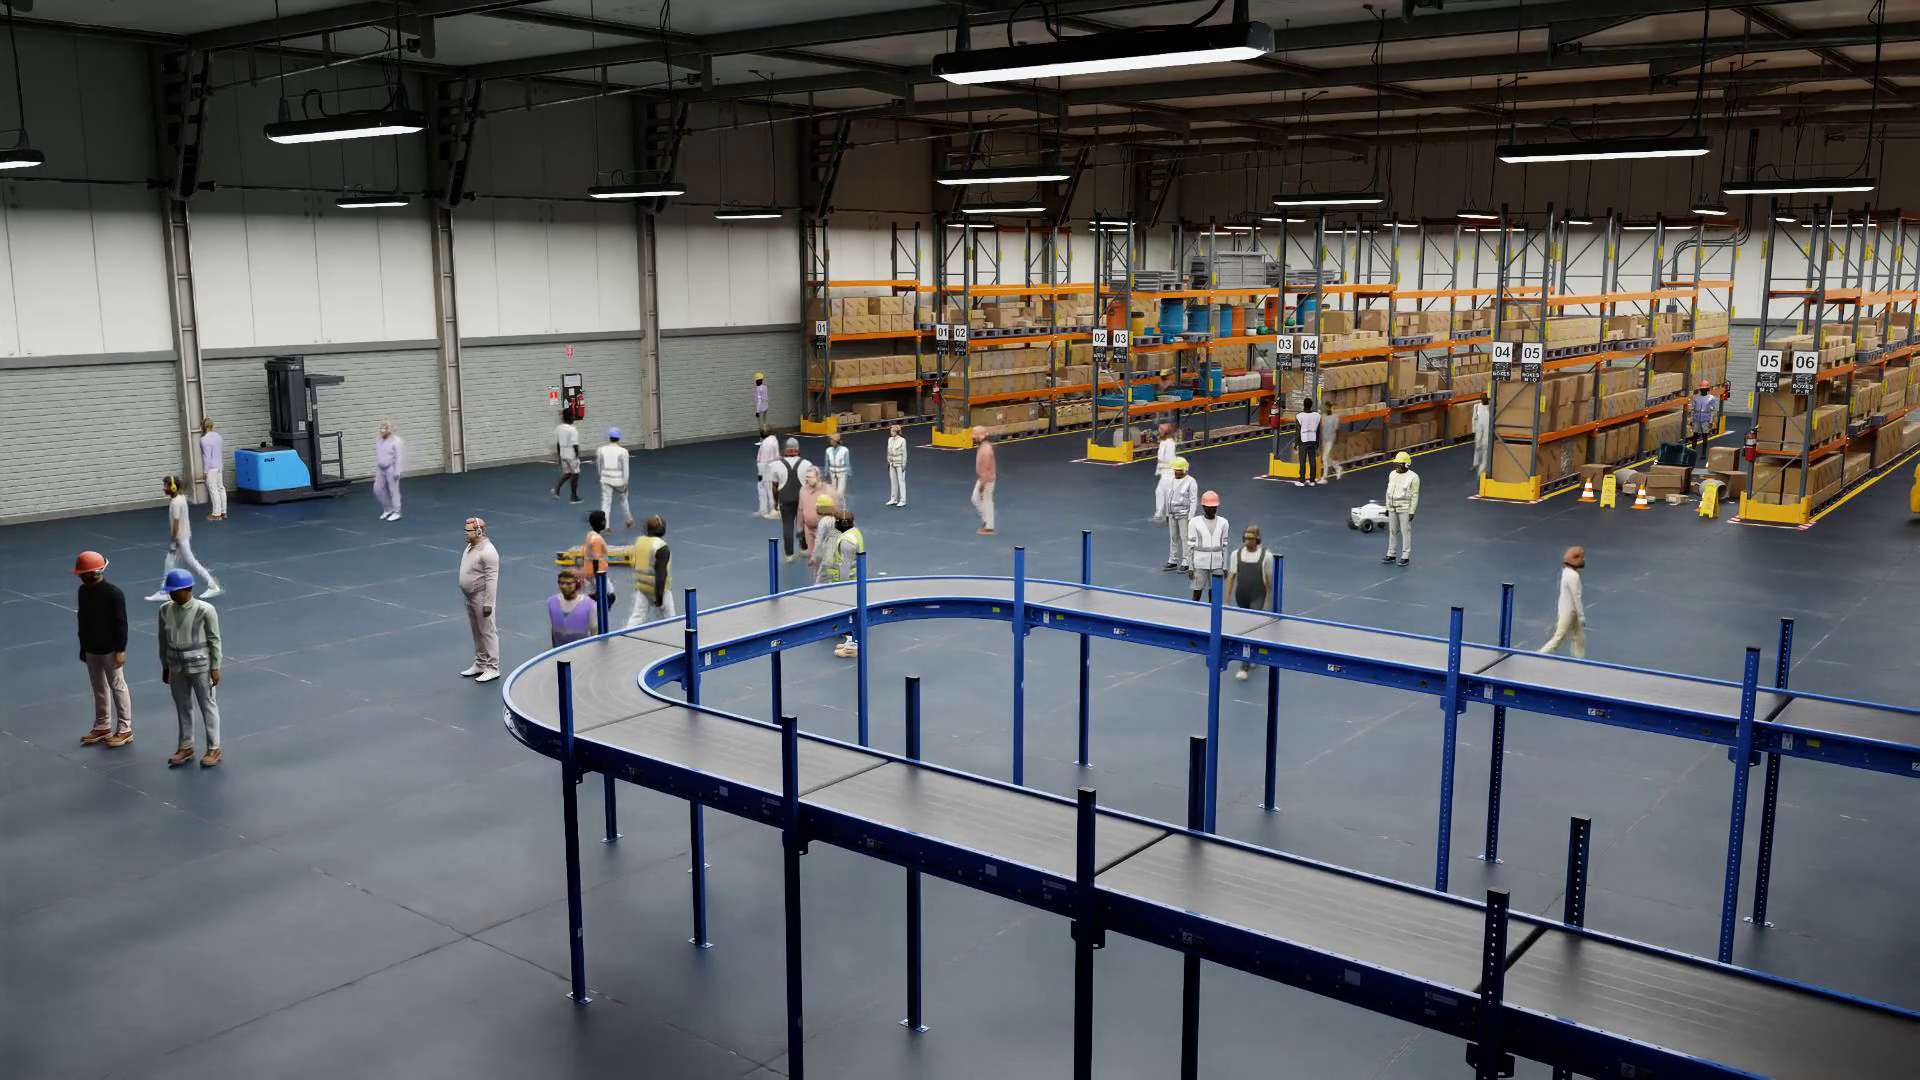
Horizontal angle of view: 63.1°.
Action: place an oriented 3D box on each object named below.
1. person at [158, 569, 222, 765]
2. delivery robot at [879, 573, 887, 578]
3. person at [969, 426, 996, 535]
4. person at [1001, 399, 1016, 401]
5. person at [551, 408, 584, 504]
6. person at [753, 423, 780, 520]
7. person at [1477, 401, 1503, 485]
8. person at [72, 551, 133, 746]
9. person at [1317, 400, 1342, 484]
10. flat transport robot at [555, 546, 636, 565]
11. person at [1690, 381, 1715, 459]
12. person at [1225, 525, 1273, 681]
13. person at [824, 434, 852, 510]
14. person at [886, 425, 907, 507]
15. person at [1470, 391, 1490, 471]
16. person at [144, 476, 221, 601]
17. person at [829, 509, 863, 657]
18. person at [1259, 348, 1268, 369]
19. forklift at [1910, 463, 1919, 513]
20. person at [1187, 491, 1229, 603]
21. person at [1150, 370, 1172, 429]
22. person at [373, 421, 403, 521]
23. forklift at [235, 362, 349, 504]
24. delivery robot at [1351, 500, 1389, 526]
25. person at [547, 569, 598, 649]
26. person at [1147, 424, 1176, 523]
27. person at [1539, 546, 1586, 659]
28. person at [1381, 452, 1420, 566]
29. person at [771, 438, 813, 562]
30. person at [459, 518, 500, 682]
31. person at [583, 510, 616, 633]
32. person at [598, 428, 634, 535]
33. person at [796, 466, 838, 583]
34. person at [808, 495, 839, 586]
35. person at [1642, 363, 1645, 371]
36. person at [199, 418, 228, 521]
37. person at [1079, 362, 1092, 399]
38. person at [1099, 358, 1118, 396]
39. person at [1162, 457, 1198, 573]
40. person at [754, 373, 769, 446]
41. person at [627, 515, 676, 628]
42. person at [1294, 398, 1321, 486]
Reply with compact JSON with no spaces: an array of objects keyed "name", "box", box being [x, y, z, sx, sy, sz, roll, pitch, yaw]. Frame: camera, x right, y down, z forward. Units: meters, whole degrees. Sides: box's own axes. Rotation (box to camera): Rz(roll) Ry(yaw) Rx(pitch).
[{"name":"person","box":[-7.438,1.221,15.113,0.608,1.943,0.402,2,10,8]},{"name":"delivery robot","box":[-1.075,0.574,21.795,0.335,0.223,0.698,4,11,23]},{"name":"person","box":[0.409,-1.066,27.937,0.510,1.964,0.606,-3,10,-16]},{"name":"person","box":[1.401,-4.358,46.375,0.612,1.997,0.376,1,10,7]},{"name":"person","box":[-7.908,-1.692,31.501,0.613,1.949,0.577,9,13,40]},{"name":"person","box":[-3.736,-1.300,29.646,0.691,1.817,0.667,1,10,4]},{"name":"person","box":[11.344,-2.022,33.484,0.626,1.918,0.674,8,13,36]},{"name":"person","box":[-8.657,1.086,15.762,0.608,1.987,0.391,4,11,23]},{"name":"person","box":[8.170,-2.177,34.530,0.768,1.843,0.516,-5,11,-28]},{"name":"flat transport robot","box":[-5.791,0.242,25.461,1.431,0.197,0.652,0,10,1]},{"name":"person","box":[18.390,-2.981,38.787,0.542,1.939,0.361,8,13,39]},{"name":"person","box":[3.429,0.697,18.511,0.527,1.802,0.988,5,11,27]},{"name":"person","box":[-2.316,-1.208,29.693,0.551,1.614,0.438,5,11,28]},{"name":"person","box":[-1.264,-1.491,31.250,0.311,1.636,0.521,-9,14,-43]},{"name":"person","box":[12.191,-2.530,36.405,0.576,1.882,0.362,8,13,38]},{"name":"person","box":[-11.217,-0.026,22.514,0.988,1.825,0.542,-5,11,-27]},{"name":"person","box":[-1.407,0.516,19.416,0.429,1.835,0.619,1,10,6]},{"name":"person","box":[10.617,-5.858,55.311,0.827,1.834,0.528,1,10,4]},{"name":"forklift","box":[19.034,-1.348,28.998,2.313,2.155,1.214,8,13,37]},{"name":"person","box":[3.205,0.322,20.195,0.543,1.939,0.360,-2,10,-10]},{"name":"person","box":[5.899,-4.078,45.562,0.846,1.731,0.530,-9,14,-43]},{"name":"person","box":[-10.769,-1.297,29.408,0.657,1.892,0.485,5,11,28]},{"name":"forklift","box":[-13.803,-2.244,32.110,1.129,2.768,1.873,8,13,37]},{"name":"delivery robot","box":[7.490,-0.479,28.441,0.707,0.478,0.477,-3,11,-17]},{"name":"person","box":[-3.902,1.190,15.665,0.588,1.811,0.921,3,10,16]},{"name":"person","box":[3.762,-1.243,29.223,0.781,1.853,0.607,-2,10,-10]},{"name":"person","box":[7.041,0.850,18.189,0.838,1.595,0.499,3,10,16]},{"name":"person","box":[7.085,-0.513,25.191,0.404,1.833,0.589,-7,12,-35]},{"name":"person","box":[-2.727,-0.680,25.667,0.700,2.000,0.982,0,10,-3]},{"name":"person","box":[-5.618,0.685,18.245,0.410,1.908,0.643,-9,13,-41]},{"name":"person","box":[-4.668,0.443,20.222,0.432,1.682,0.538,-5,11,-25]},{"name":"person","box":[-6.217,-1.067,28.153,0.622,1.890,1.017,1,10,7]},{"name":"person","box":[-2.109,-0.156,23.056,0.658,1.885,0.431,6,12,32]},{"name":"person","box":[-1.816,0.224,21.434,0.911,1.696,0.497,2,10,11]},{"name":"person","box":[20.309,-4.351,46.598,0.707,1.904,0.599,8,13,36]},{"name":"person","box":[-14.121,-1.339,29.542,0.355,1.938,0.634,0,10,0]},{"name":"person","box":[4.021,-4.876,50.253,0.538,1.658,0.869,3,10,16]},{"name":"person","box":[4.784,-4.969,50.454,0.622,1.773,0.886,0,10,1]},{"name":"person","box":[3.449,-0.402,24.596,0.403,1.823,0.587,-8,13,-37]},{"name":"person","box":[-5.304,-3.484,41.658,0.384,1.924,0.589,2,10,13]},{"name":"person","box":[-3.775,0.591,19.126,0.637,1.796,0.989,9,14,42]},{"name":"person","box":[7.568,-2.137,34.083,0.593,1.922,0.391,-2,10,-13]}]
